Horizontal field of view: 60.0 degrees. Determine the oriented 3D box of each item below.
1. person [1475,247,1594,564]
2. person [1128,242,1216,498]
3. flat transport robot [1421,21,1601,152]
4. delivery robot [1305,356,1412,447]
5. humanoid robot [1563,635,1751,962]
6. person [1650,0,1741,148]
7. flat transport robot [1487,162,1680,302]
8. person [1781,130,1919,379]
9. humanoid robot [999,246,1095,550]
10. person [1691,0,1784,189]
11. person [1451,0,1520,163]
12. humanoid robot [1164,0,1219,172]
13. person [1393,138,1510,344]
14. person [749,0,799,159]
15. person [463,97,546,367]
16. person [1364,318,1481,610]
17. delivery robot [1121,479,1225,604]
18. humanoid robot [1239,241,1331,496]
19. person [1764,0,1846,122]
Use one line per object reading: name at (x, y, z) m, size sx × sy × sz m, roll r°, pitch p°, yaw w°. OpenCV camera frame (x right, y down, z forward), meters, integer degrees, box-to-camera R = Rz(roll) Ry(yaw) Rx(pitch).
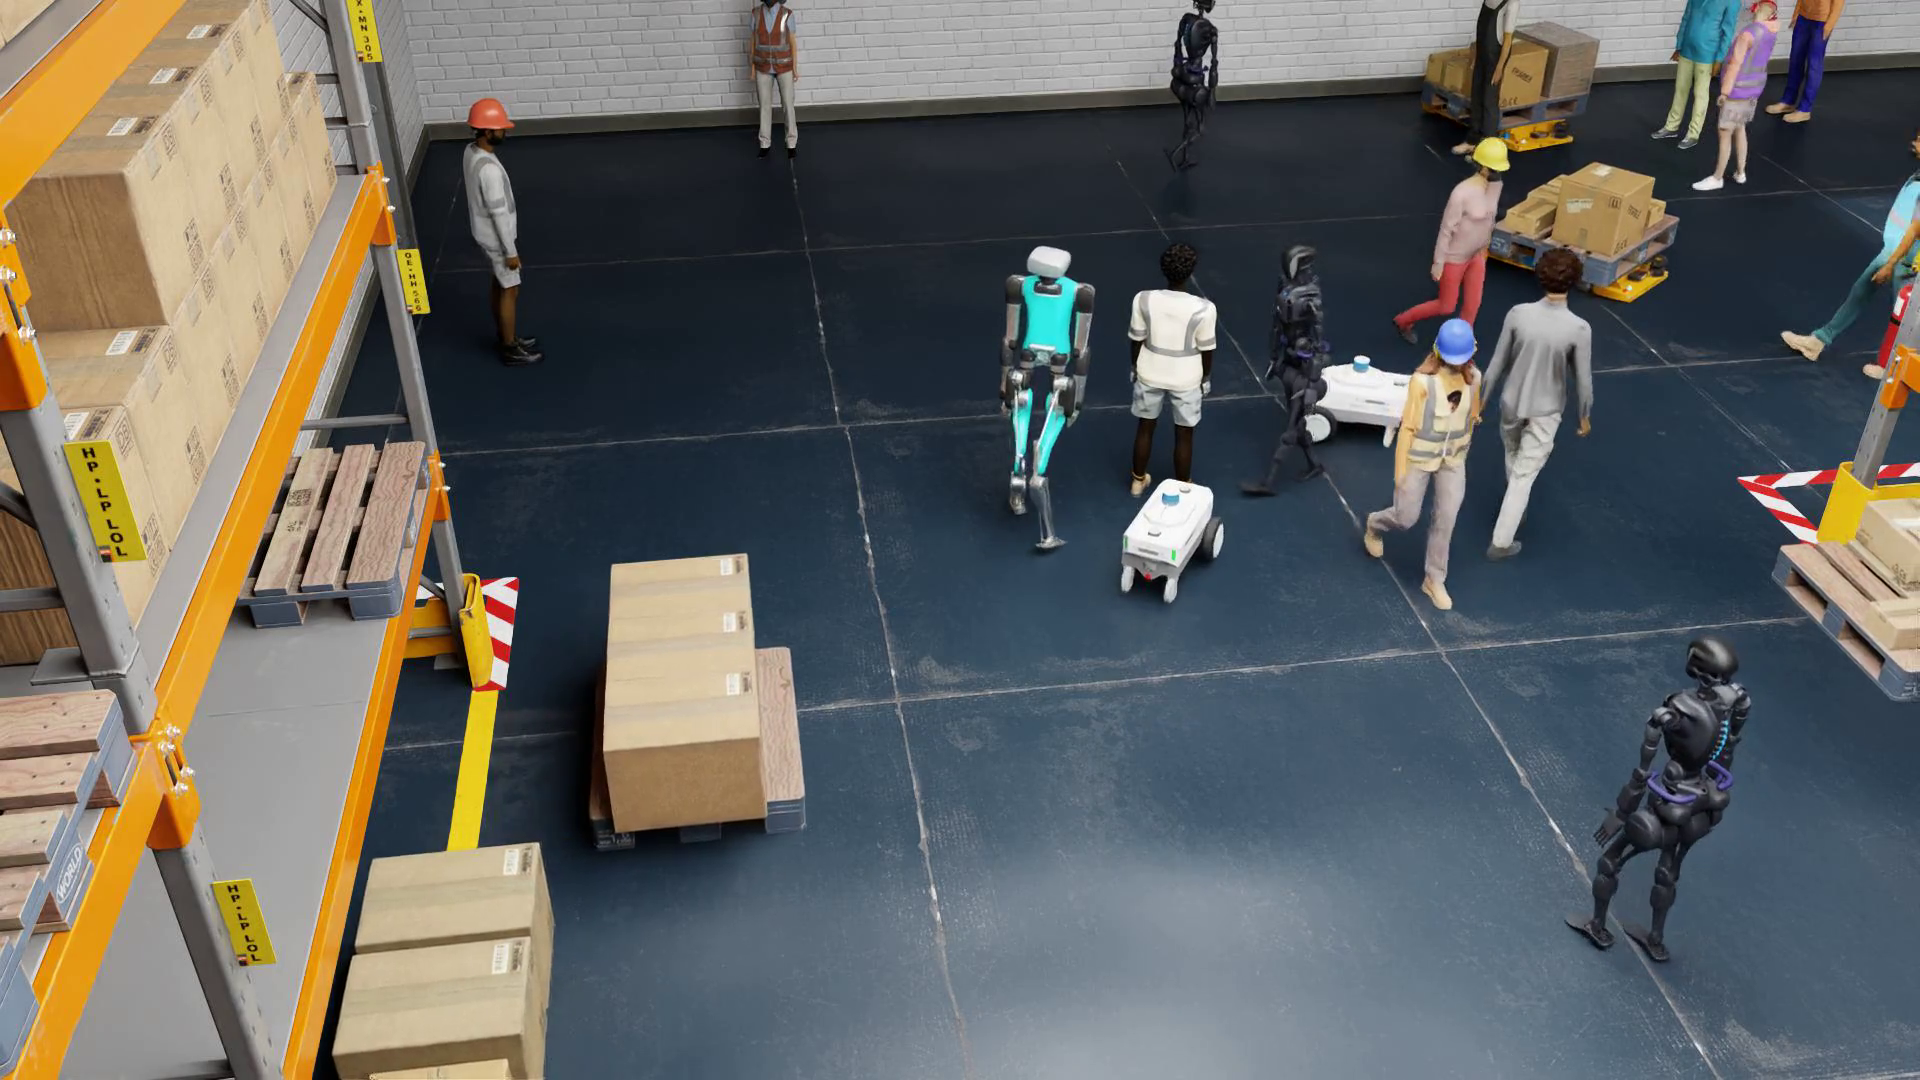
person at (3.354, -0.808, 9.634) m, size 0.615 × 1.853 × 0.877 m, roll 22°, pitch 39°, yaw 30°
person at (1.271, -0.990, 10.069) m, size 0.534 × 1.691 × 0.320 m, roll 13°, pitch 35°, yaw 19°
flat transport robot at (5.211, -4.109, 16.150) m, size 0.659 × 0.231 × 1.431 m, roll -14°, pitch 36°, yaw -20°
delivery robot at (2.609, -0.943, 11.023) m, size 0.750 × 0.581 × 0.520 m, roll 9°, pitch 34°, yaw 14°
humanoid robot at (2.942, 1.064, 6.931) m, size 0.601 × 1.649 × 0.418 m, roll -13°, pitch 35°, yaw -20°
person at (6.861, -4.543, 15.454) m, size 0.329 × 1.750 × 0.571 m, roll -15°, pitch 36°, yaw -22°
flat transport robot at (4.860, -2.277, 13.342) m, size 1.431 × 0.231 × 0.659 m, roll 28°, pitch 42°, yaw 36°
person at (6.344, -1.977, 11.455) m, size 0.925 × 1.825 × 0.560 m, roll 10°, pitch 35°, yaw 15°
humanoid robot at (0.431, -0.734, 9.640) m, size 0.530 × 1.764 × 0.868 m, roll 8°, pitch 34°, yaw 12°
person at (6.835, -3.880, 14.530) m, size 0.621 × 1.660 × 0.354 m, roll -24°, pitch 40°, yaw -32°
person at (4.805, -4.351, 15.091) m, size 0.344 × 1.839 × 0.499 m, roll -6°, pitch 34°, yaw -10°
humanoid robot at (2.023, -4.096, 14.847) m, size 0.517 × 1.644 × 0.611 m, roll -19°, pitch 38°, yaw -27°
person at (3.445, -2.017, 11.595) m, size 0.564 × 1.734 × 0.621 m, roll -21°, pitch 39°, yaw -29°
person at (-1.690, -4.308, 15.153) m, size 0.445 × 1.688 × 0.308 m, roll 3°, pitch 33°, yaw 4°
person at (-3.199, -2.135, 11.611) m, size 0.390 × 1.927 × 0.548 m, roll -16°, pitch 36°, yaw -23°
person at (2.586, -0.487, 9.236) m, size 0.505 × 1.749 × 0.609 m, roll -7°, pitch 34°, yaw -10°
delivery robot at (1.206, -0.039, 9.643) m, size 0.499 × 0.586 × 0.780 m, roll 15°, pitch 36°, yaw 21°
humanoid robot at (2.044, -1.047, 10.190) m, size 0.688 × 1.627 × 0.586 m, roll -12°, pitch 35°, yaw -17°
person at (8.238, -5.044, 16.026) m, size 0.408 × 1.976 × 0.515 m, roll -11°, pitch 35°, yaw -16°
